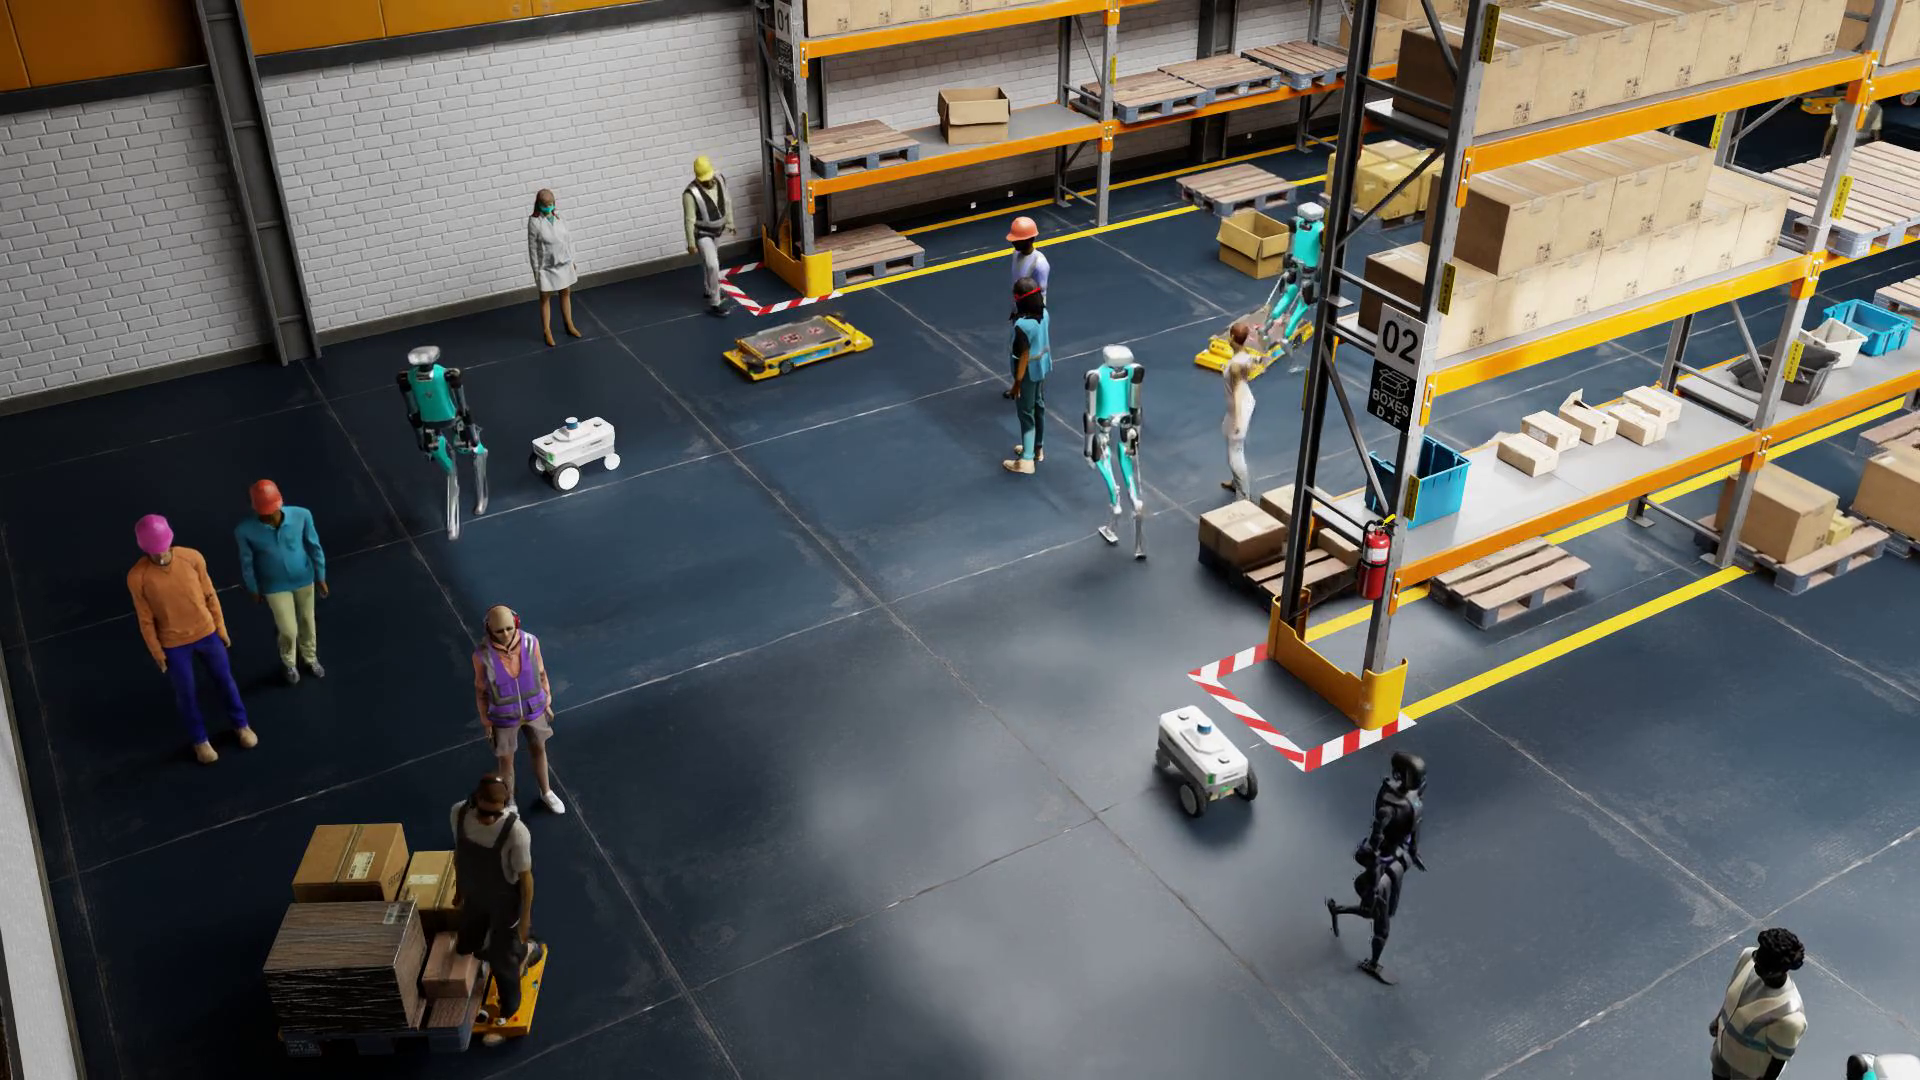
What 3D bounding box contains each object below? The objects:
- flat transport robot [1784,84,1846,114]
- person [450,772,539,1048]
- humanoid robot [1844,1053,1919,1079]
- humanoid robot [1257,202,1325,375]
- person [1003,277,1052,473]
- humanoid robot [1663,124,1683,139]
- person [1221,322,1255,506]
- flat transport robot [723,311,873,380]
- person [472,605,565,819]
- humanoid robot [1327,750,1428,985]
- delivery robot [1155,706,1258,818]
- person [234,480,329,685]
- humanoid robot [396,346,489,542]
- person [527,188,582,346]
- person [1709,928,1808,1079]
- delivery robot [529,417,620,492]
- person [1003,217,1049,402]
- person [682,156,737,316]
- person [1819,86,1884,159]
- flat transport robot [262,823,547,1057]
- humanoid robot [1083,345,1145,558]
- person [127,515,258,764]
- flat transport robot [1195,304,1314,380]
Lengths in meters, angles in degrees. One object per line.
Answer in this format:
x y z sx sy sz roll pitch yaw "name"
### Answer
12.512 -6.604 24.616 0.659 0.231 1.431 -6 33 -9 "flat transport robot"
-2.640 2.042 9.372 0.551 1.808 0.536 15 35 22 "person"
3.974 3.095 7.779 0.722 1.803 0.555 -6 33 -9 "humanoid robot"
3.220 -2.427 16.588 0.822 1.795 0.540 -21 38 -29 "humanoid robot"
0.614 -1.480 14.938 0.394 1.869 0.528 14 35 22 "person"
7.989 -3.928 19.023 0.374 1.653 0.593 -9 33 -14 "humanoid robot"
2.448 -1.082 14.522 0.383 1.624 0.595 9 33 15 "person"
-1.686 -2.026 17.315 1.431 0.231 0.659 -20 37 -29 "flat transport robot"
-2.913 1.142 10.920 0.477 1.693 0.350 -18 36 -26 "person"
2.448 1.868 9.788 0.565 1.635 0.591 25 40 34 "humanoid robot"
1.674 1.505 11.430 0.499 0.611 0.804 -14 35 -21 "delivery robot"
-4.938 0.302 12.226 0.554 1.728 0.427 -22 38 -31 "person"
-4.342 -0.923 14.199 0.576 1.784 0.890 0 32 0 "humanoid robot"
-4.230 -2.849 17.313 0.487 1.663 0.340 -24 39 -33 "person"
4.041 2.633 8.549 0.319 1.693 0.534 -2 32 -3 "person"
-3.524 -0.812 15.124 0.788 0.610 0.499 -26 40 -35 "delivery robot"
0.623 -2.194 16.025 0.387 1.929 0.543 -17 36 -25 "person"
-2.683 -3.319 17.964 0.607 1.781 0.651 16 36 24 "person"
10.780 -4.679 20.105 0.439 1.805 0.658 -28 41 -37 "person"
-3.229 2.651 9.855 1.431 0.231 0.659 -1 32 -2 "flat transport robot"
1.363 -0.632 13.810 0.542 1.887 0.804 -12 34 -19 "humanoid robot"
-5.313 0.664 11.428 0.518 1.971 0.404 -22 38 -31 "person"
3.113 -2.086 17.411 0.659 0.231 1.431 22 38 31 "flat transport robot"
